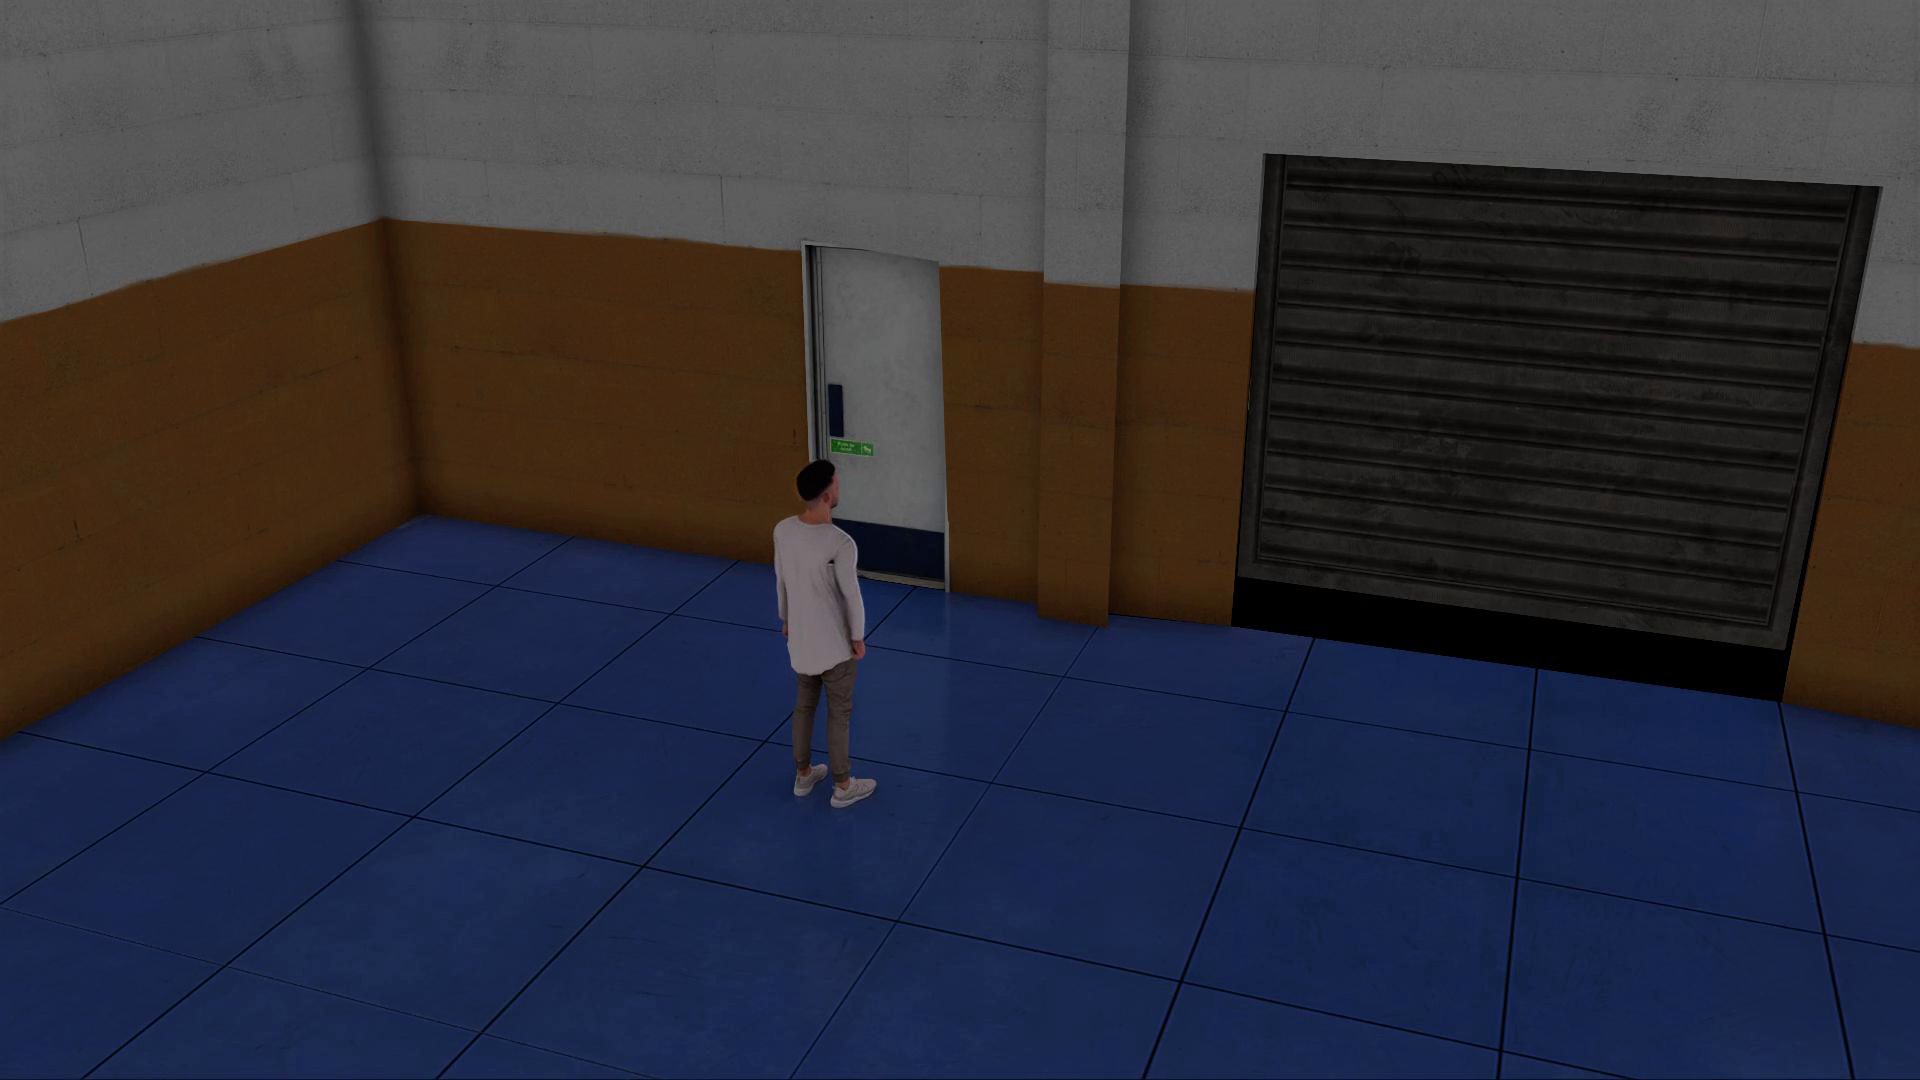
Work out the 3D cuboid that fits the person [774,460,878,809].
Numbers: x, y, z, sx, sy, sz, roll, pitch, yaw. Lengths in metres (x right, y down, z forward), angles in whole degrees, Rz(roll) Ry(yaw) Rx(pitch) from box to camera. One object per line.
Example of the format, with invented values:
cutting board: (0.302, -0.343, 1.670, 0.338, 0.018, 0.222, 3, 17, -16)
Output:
person: (-0.700, 0.465, 8.397, 0.570, 1.839, 0.779, 14, 26, 31)
